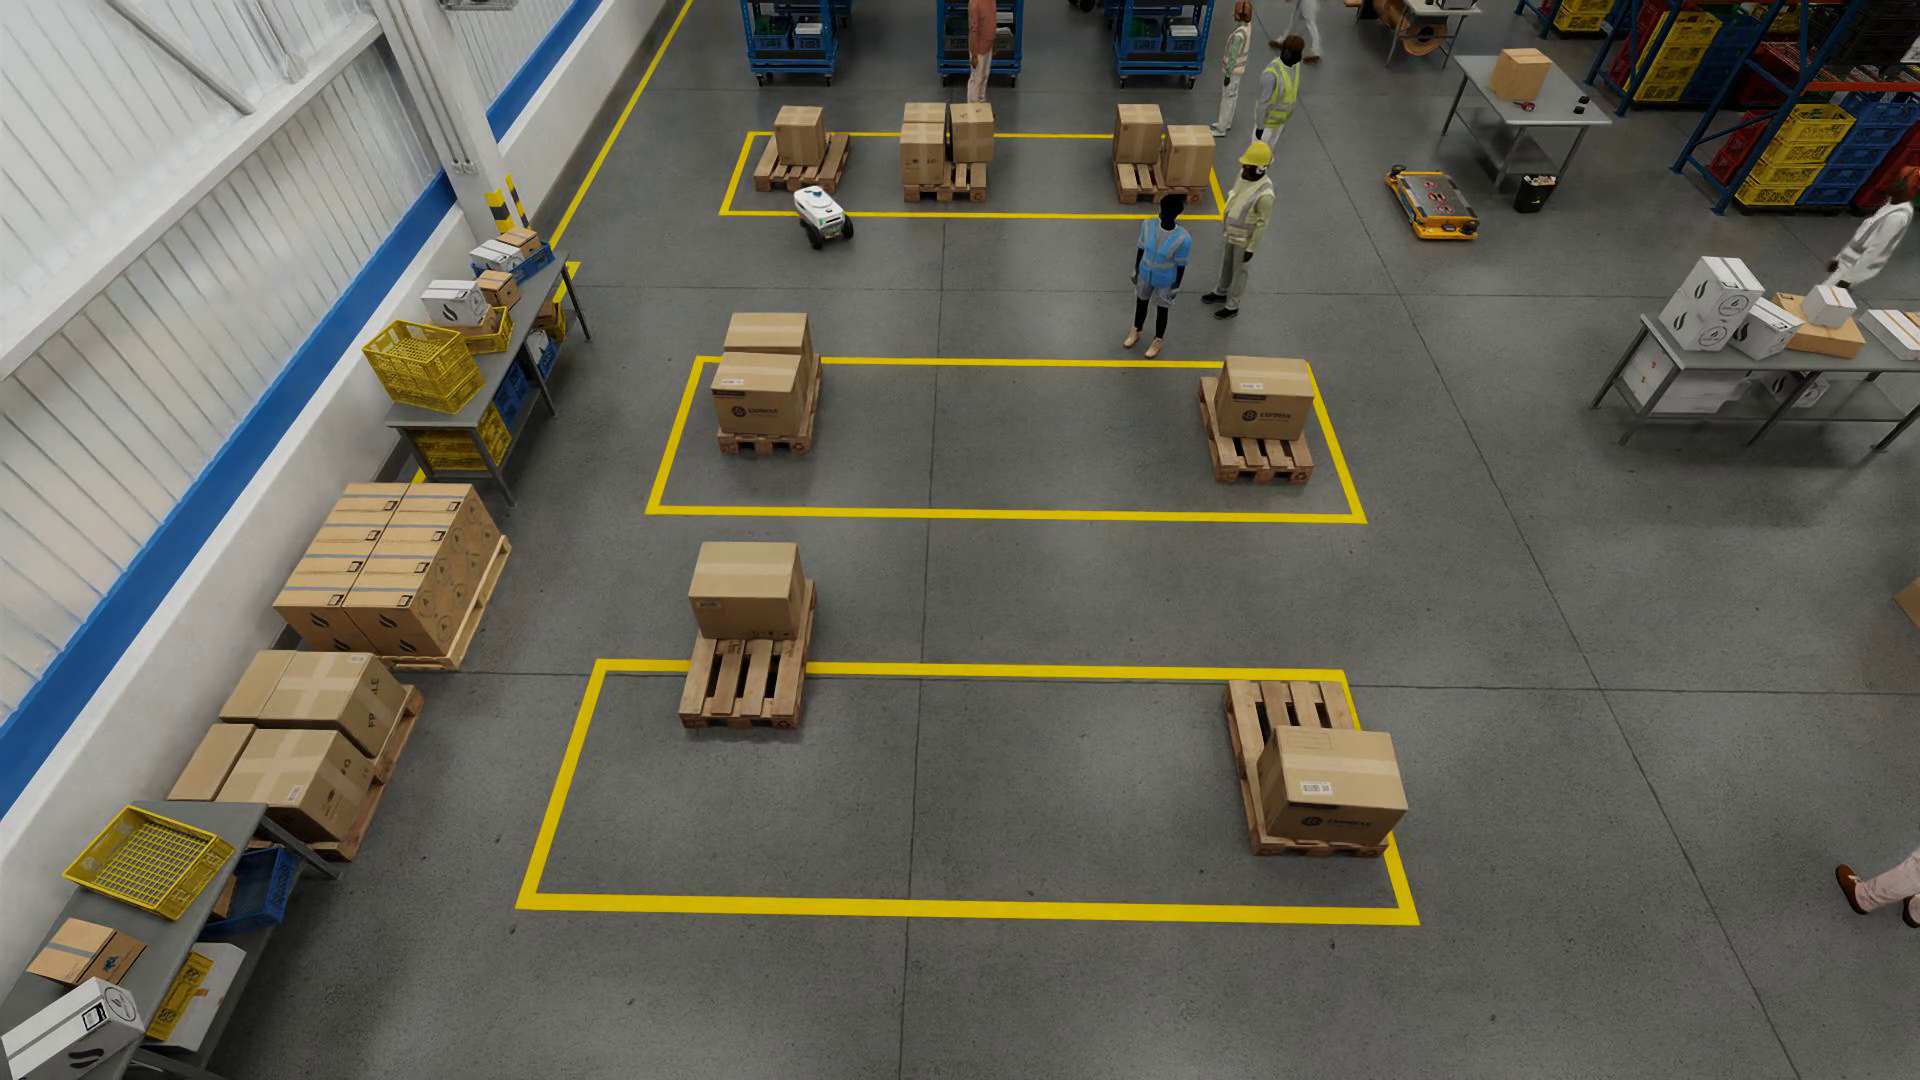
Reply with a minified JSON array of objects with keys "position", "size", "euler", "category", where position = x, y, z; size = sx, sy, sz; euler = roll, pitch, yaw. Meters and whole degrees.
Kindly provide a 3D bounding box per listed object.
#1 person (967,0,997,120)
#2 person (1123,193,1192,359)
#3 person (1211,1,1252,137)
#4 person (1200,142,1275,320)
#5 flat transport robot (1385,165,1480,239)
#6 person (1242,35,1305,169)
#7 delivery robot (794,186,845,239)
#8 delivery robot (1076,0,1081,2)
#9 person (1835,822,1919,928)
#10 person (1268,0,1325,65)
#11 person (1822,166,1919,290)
[{"position":[0.308,-6.440,11.960],"size":[0.391,1.991,0.612],"euler":[21,52,17],"category":"person"},{"position":[1.895,-2.513,8.759],"size":[0.530,1.694,0.319],"euler":[31,56,24],"category":"person"},{"position":[3.542,-6.095,11.897],"size":[0.313,1.634,0.514],"euler":[19,52,16],"category":"person"},{"position":[2.794,-3.063,9.140],"size":[0.404,1.833,0.592],"euler":[-10,50,-8],"category":"person"},{"position":[5.692,-4.094,11.059],"size":[0.652,0.197,1.431],"euler":[1,49,1],"category":"flat transport robot"},{"position":[3.673,-4.948,10.775],"size":[0.628,1.838,0.429],"euler":[-35,58,-26],"category":"person"},{"position":[-1.626,-3.820,10.575],"size":[0.477,0.478,0.707],"euler":[-26,54,-21],"category":"delivery robot"},{"position":[2.237,-9.259,15.283],"size":[0.707,0.478,0.477],"euler":[-20,52,-17],"category":"delivery robot"},{"position":[5.741,1.622,5.040],"size":[0.643,1.905,0.400],"euler":[17,51,14],"category":"person"},{"position":[5.162,-8.053,13.428],"size":[0.646,1.889,1.017],"euler":[-33,57,-25],"category":"person"},{"position":[8.462,-2.597,8.727],"size":[0.429,1.876,0.617],"euler":[32,56,25],"category":"person"}]
